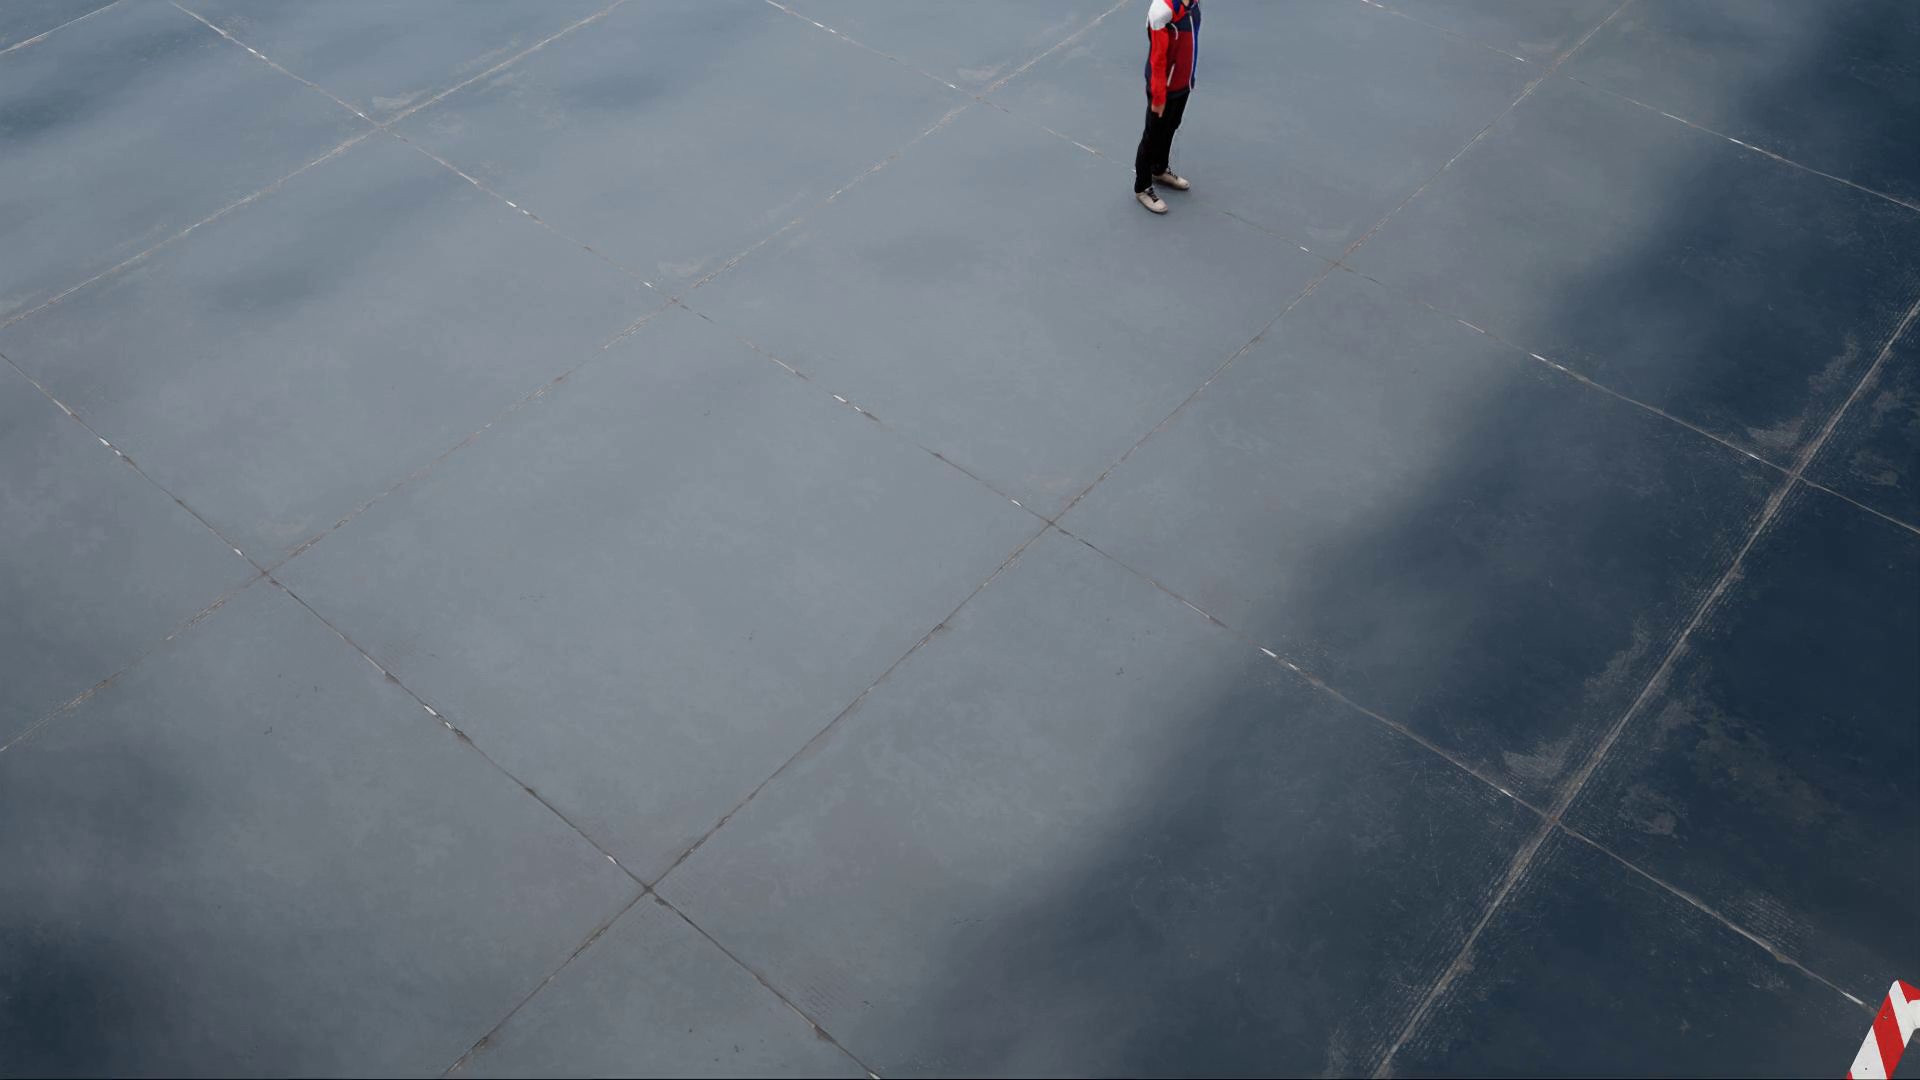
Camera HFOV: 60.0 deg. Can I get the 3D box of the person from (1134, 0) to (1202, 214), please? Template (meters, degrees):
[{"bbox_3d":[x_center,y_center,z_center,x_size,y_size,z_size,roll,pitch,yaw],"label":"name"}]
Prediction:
[{"bbox_3d":[1.329,-2.955,10.600,0.576,1.757,0.655,26,52,22],"label":"person"}]
